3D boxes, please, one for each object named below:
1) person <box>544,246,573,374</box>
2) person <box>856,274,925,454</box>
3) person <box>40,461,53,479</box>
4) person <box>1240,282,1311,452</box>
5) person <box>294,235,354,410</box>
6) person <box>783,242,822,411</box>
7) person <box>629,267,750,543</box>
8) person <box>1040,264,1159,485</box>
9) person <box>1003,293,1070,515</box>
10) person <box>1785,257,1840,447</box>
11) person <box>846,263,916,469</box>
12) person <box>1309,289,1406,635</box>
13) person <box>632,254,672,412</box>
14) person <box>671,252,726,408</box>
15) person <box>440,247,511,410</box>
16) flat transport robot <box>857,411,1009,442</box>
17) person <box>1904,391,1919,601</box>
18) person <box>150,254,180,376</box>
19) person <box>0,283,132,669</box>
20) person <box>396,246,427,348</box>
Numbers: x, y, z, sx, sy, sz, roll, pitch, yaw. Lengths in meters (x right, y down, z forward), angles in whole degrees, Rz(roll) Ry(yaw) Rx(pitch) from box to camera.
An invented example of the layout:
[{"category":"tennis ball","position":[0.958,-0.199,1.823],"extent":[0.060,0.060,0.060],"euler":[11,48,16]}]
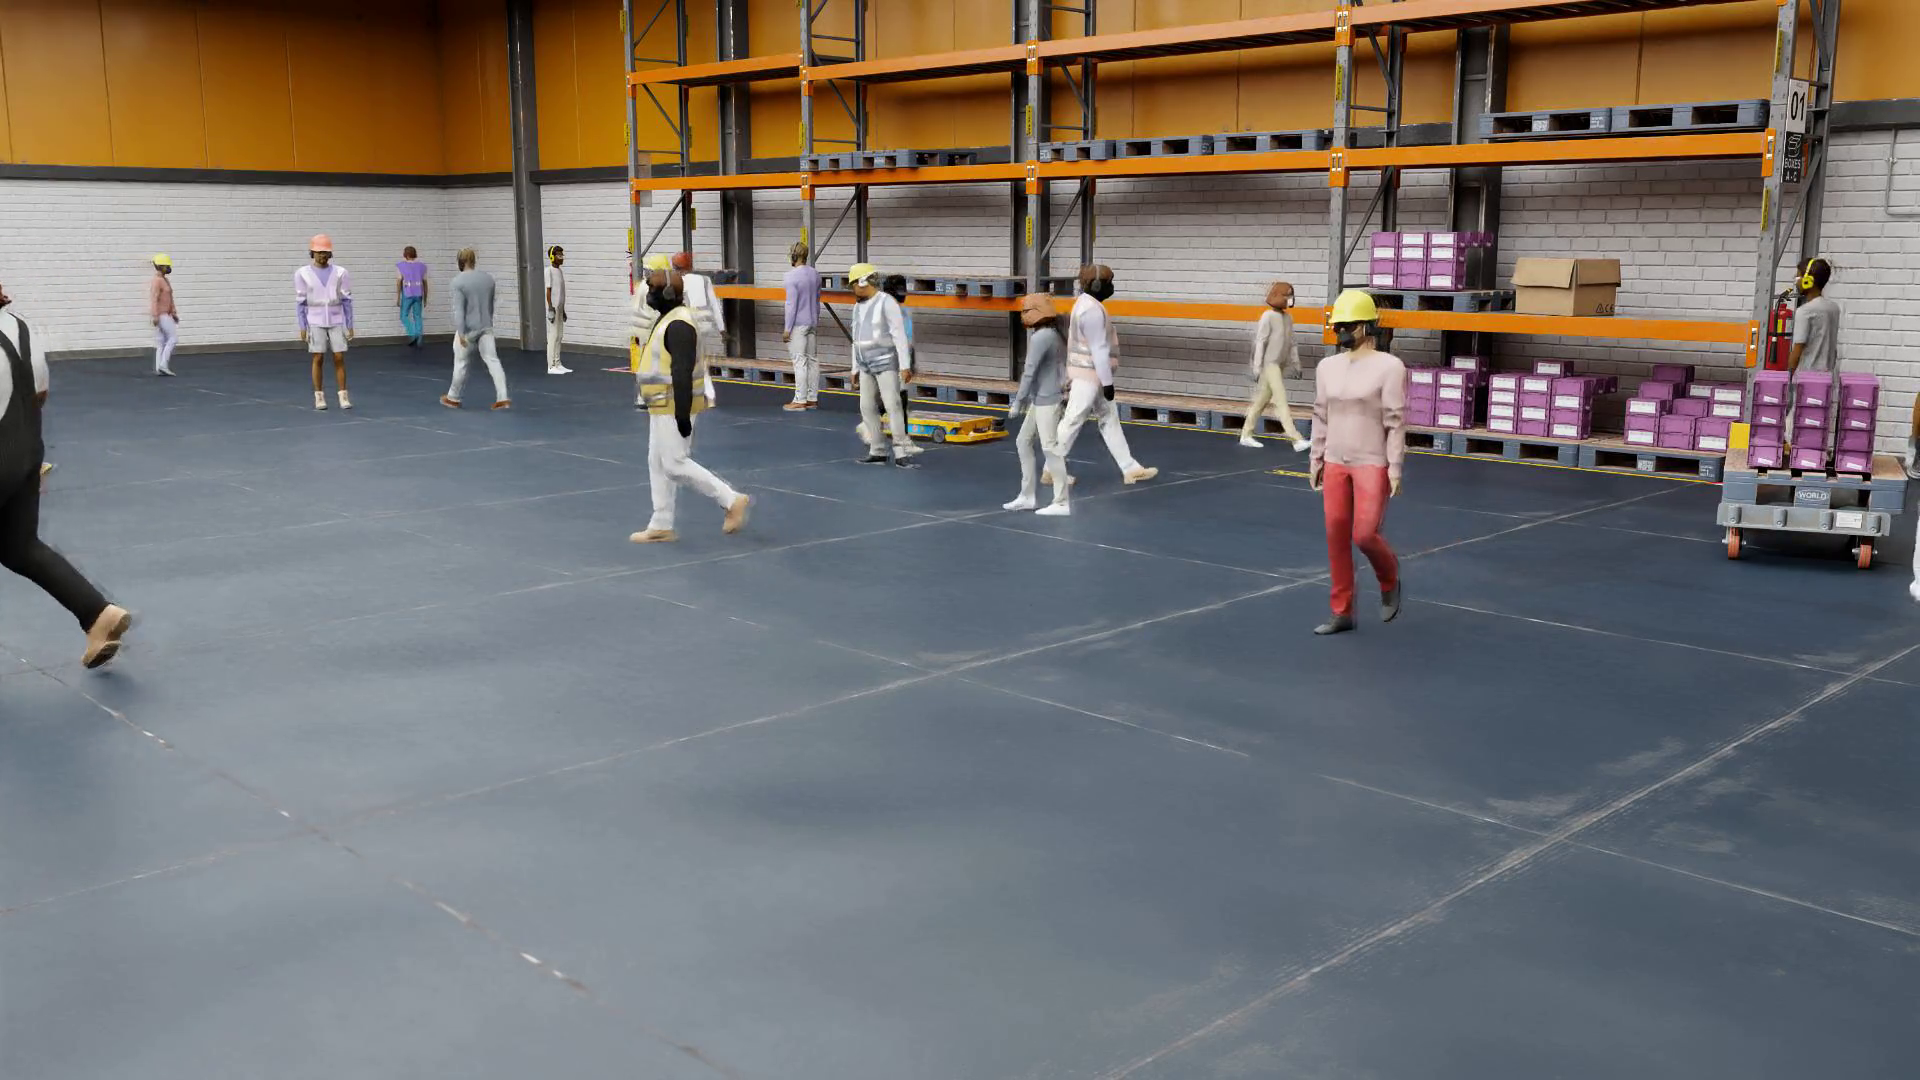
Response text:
[{"category":"person","position":[-5.905,-3.370,24.388],"extent":[0.310,1.869,0.531],"euler":[1,10,7]},{"category":"person","position":[-0.665,-1.656,15.606],"extent":[0.774,1.673,0.536],"euler":[6,12,29]},{"category":"person","position":[-7.636,-1.293,12.846],"extent":[0.942,1.964,0.636],"euler":[-1,10,-8]},{"category":"person","position":[3.008,-1.628,15.660],"extent":[0.899,1.575,0.515],"euler":[8,13,38]},{"category":"person","position":[-7.356,-2.510,19.295],"extent":[0.609,2.028,0.447],"euler":[-6,12,-30]},{"category":"person","position":[-1.839,-2.463,19.256],"extent":[0.367,1.939,0.635],"euler":[6,12,28]},{"category":"person","position":[-1.808,-0.872,10.910],"extent":[0.697,1.820,0.633],"euler":[-3,11,-16]},{"category":"person","position":[1.105,-1.315,13.407],"extent":[0.979,1.789,0.650],"euler":[1,10,3]},{"category":"person","position":[0.521,-0.972,12.031],"extent":[0.633,1.607,0.499],"euler":[2,11,8]},{"category":"person","position":[6.173,-1.129,12.195],"extent":[0.550,1.858,0.415],"euler":[-8,13,-38]},{"category":"person","position":[-0.682,-1.501,14.462],"extent":[0.407,1.788,0.733],"euler":[-10,14,-42]},{"category":"person","position":[2.014,-0.383,8.403],"extent":[0.446,1.754,0.538],"euler":[-10,14,-42]},{"category":"person","position":[-3.509,-2.358,19.036],"extent":[0.489,1.807,0.618],"euler":[-3,11,-17]},{"category":"person","position":[-3.142,-2.480,19.677],"extent":[0.643,1.813,0.971],"euler":[-9,14,-40]},{"category":"person","position":[-5.634,-2.438,19.293],"extent":[1.040,1.887,0.650],"euler":[8,13,37]},{"category":"flat transport robot","position":[-0.279,-1.148,16.631],"extent":[1.431,0.197,0.652],"euler":[7,13,35]},{"category":"person","position":[5.374,-0.515,8.931],"extent":[0.535,1.829,0.866],"euler":[5,12,26]},{"category":"person","position":[-11.382,-3.209,23.827],"extent":[0.455,1.752,0.525],"euler":[-2,11,-13]},{"category":"person","position":[-4.312,-0.356,7.487],"extent":[0.853,2.000,0.688],"euler":[0,10,1]},{"category":"person","position":[-9.881,-4.378,29.996],"extent":[0.591,1.826,0.459],"euler":[-9,14,-40]}]
